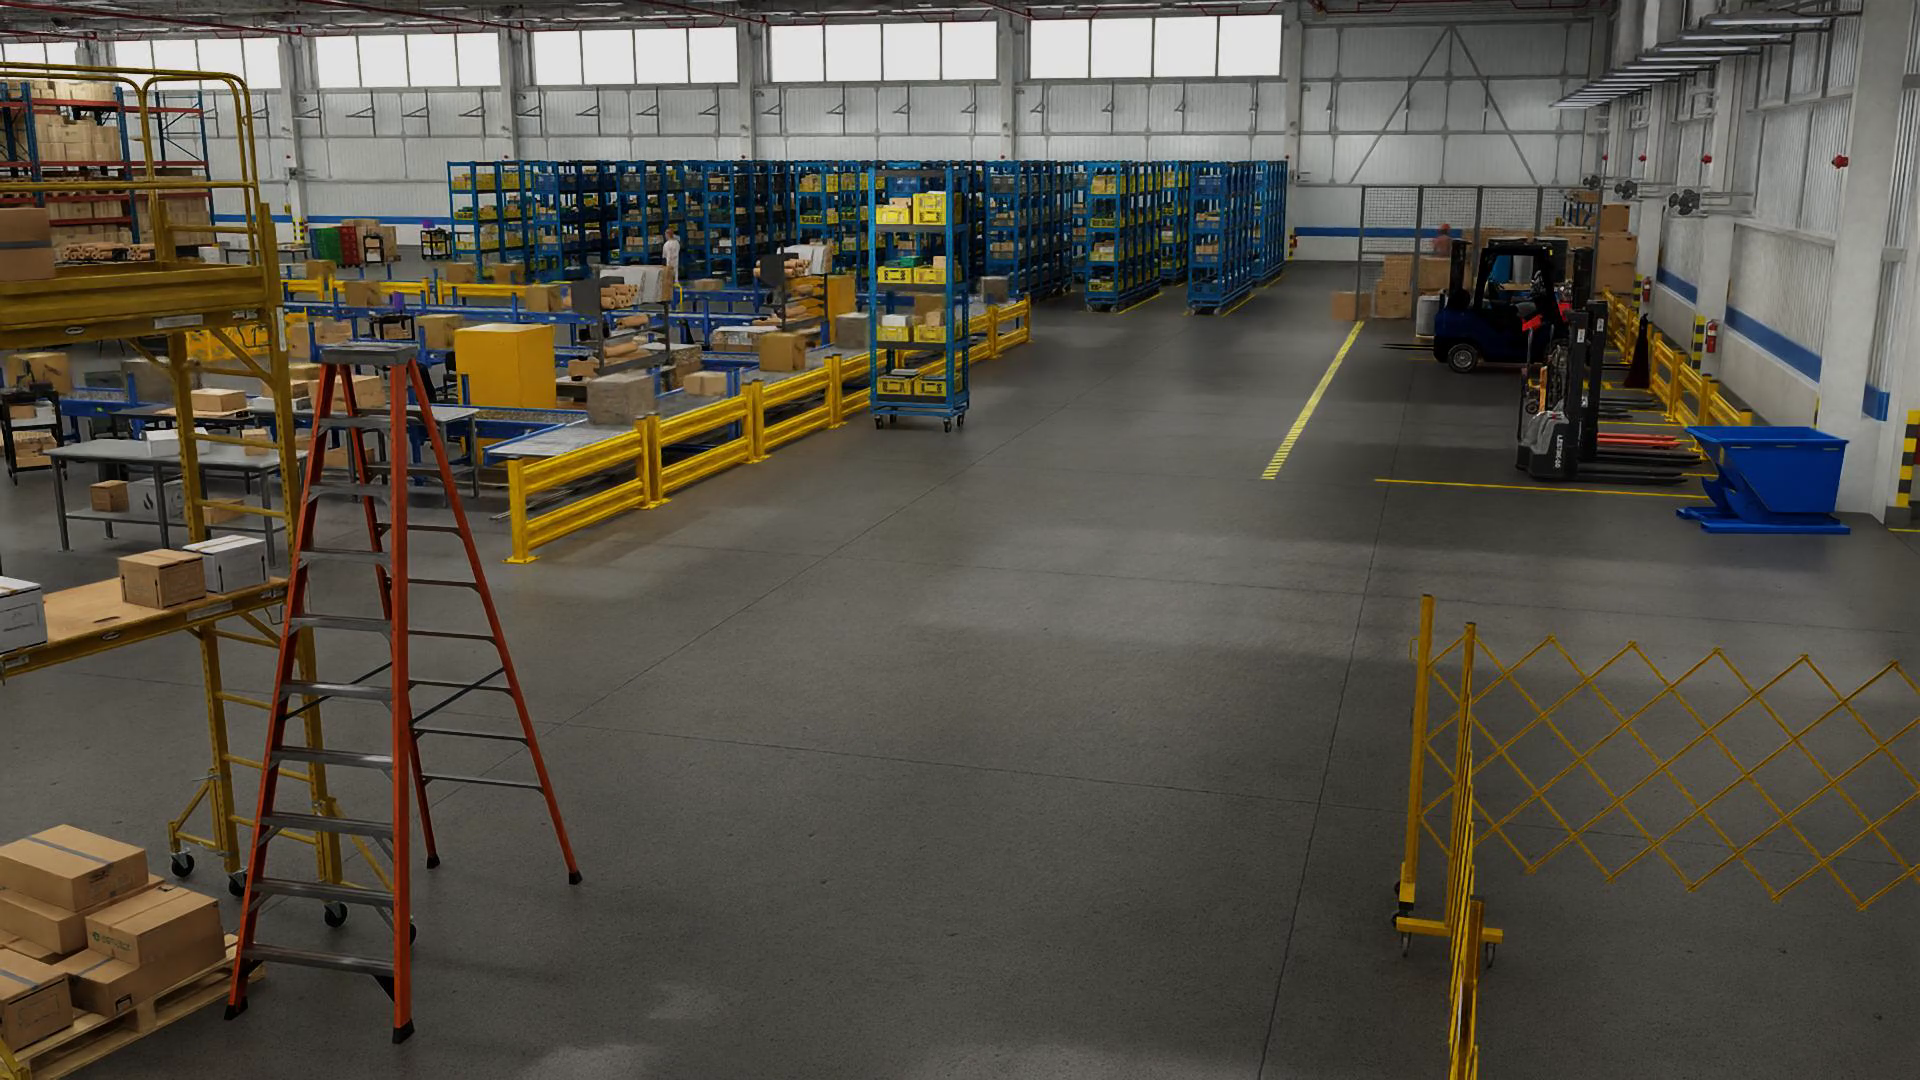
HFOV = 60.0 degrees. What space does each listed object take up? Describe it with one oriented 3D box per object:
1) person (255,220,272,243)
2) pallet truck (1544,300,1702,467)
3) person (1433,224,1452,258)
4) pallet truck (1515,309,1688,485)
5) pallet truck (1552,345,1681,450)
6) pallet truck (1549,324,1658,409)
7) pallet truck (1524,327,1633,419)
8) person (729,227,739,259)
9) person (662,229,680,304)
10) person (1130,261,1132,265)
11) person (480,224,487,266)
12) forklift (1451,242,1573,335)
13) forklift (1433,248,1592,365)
[{"bbox_3d":[-24.335,-10.582,58.218,0.652,1.873,0.656,8,15,32],"label":"person"},{"bbox_3d":[8.263,-1.952,20.631,1.885,1.965,0.823,5,14,20],"label":"pallet truck"},{"bbox_3d":[12.980,-7.449,44.431,0.654,1.964,0.836,10,16,37],"label":"person"},{"bbox_3d":[7.554,-1.677,19.446,1.885,1.965,0.823,3,13,14],"label":"pallet truck"},{"bbox_3d":[8.641,-1.896,21.908,1.630,1.274,0.653,4,14,16],"label":"pallet truck"},{"bbox_3d":[9.824,-2.669,25.407,1.601,1.201,0.680,4,14,16],"label":"pallet truck"},{"bbox_3d":[9.065,-2.460,24.370,1.522,1.261,0.704,3,13,14],"label":"pallet truck"},{"bbox_3d":[-6.924,-8.874,50.921,0.425,1.832,0.595,3,13,13],"label":"person"},{"bbox_3d":[-7.456,-7.040,42.808,0.409,1.906,0.652,4,14,15],"label":"person"},{"bbox_3d":[5.647,-10.416,57.621,0.826,1.803,0.591,0,13,-1],"label":"person"},{"bbox_3d":[-15.723,-9.672,54.538,0.444,1.733,0.579,-4,14,-19],"label":"person"},{"bbox_3d":[10.464,-4.597,31.405,2.680,1.987,1.157,4,14,16],"label":"forklift"},{"bbox_3d":[9.780,-4.111,29.280,2.680,1.987,1.157,3,13,14],"label":"forklift"}]
